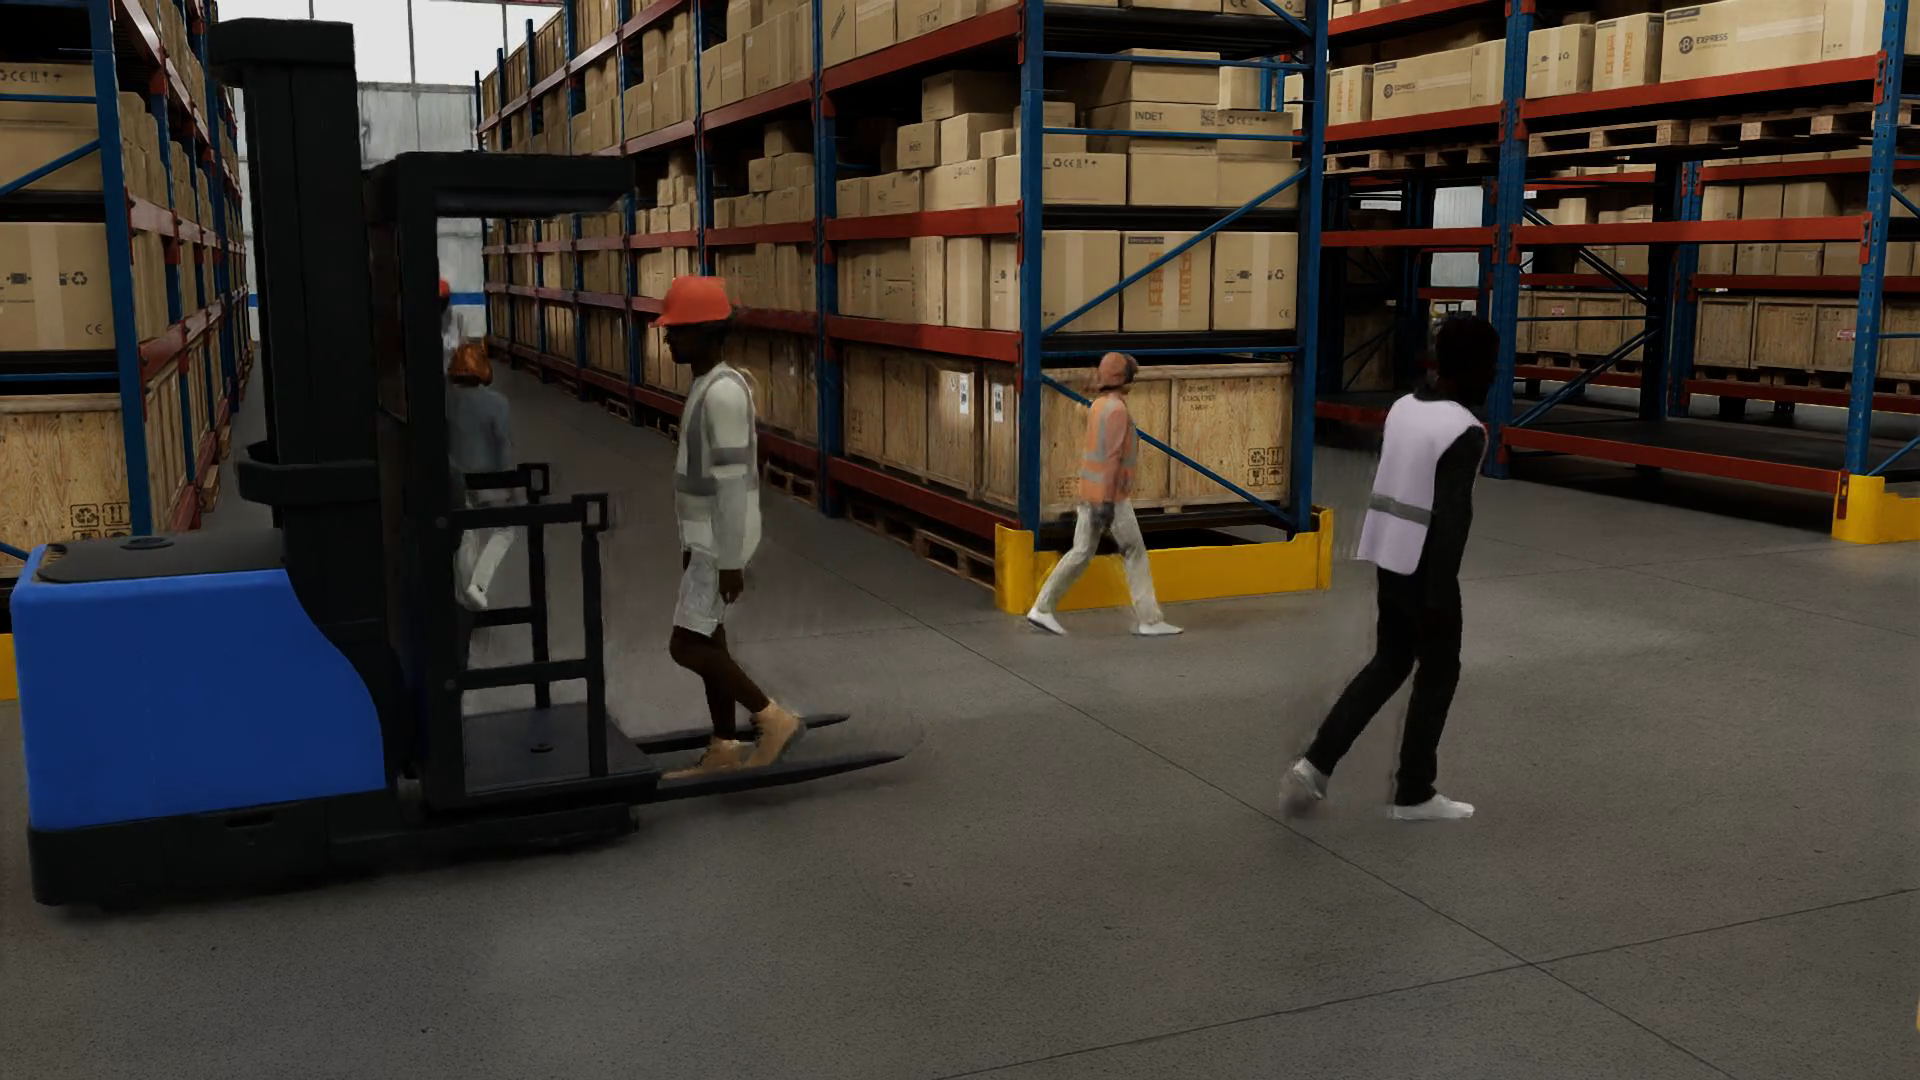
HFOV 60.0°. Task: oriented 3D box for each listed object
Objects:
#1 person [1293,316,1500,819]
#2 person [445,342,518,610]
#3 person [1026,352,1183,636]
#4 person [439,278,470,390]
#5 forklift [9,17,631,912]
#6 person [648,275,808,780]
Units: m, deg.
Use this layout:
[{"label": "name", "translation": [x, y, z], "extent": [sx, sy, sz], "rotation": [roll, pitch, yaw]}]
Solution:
[{"label": "person", "translation": [1.609, 0.124, 6.111], "extent": [0.648, 1.887, 0.619], "rotation": [-2, 10, -13]}, {"label": "person", "translation": [-2.773, -0.320, 9.520], "extent": [0.521, 1.618, 0.385], "rotation": [2, 10, 12]}, {"label": "person", "translation": [0.774, -0.244, 9.199], "extent": [0.856, 1.588, 0.537], "rotation": [-2, 10, -10]}, {"label": "person", "translation": [-5.227, -1.689, 16.833], "extent": [0.563, 1.923, 0.650], "rotation": [-7, 12, -36]}, {"label": "forklift", "translation": [-2.253, -0.321, 5.788], "extent": [1.873, 2.768, 1.129], "rotation": [-4, 10, -25]}, {"label": "person", "translation": [-0.941, -0.002, 6.431], "extent": [0.486, 2.026, 0.630], "rotation": [-2, 10, -14]}]
